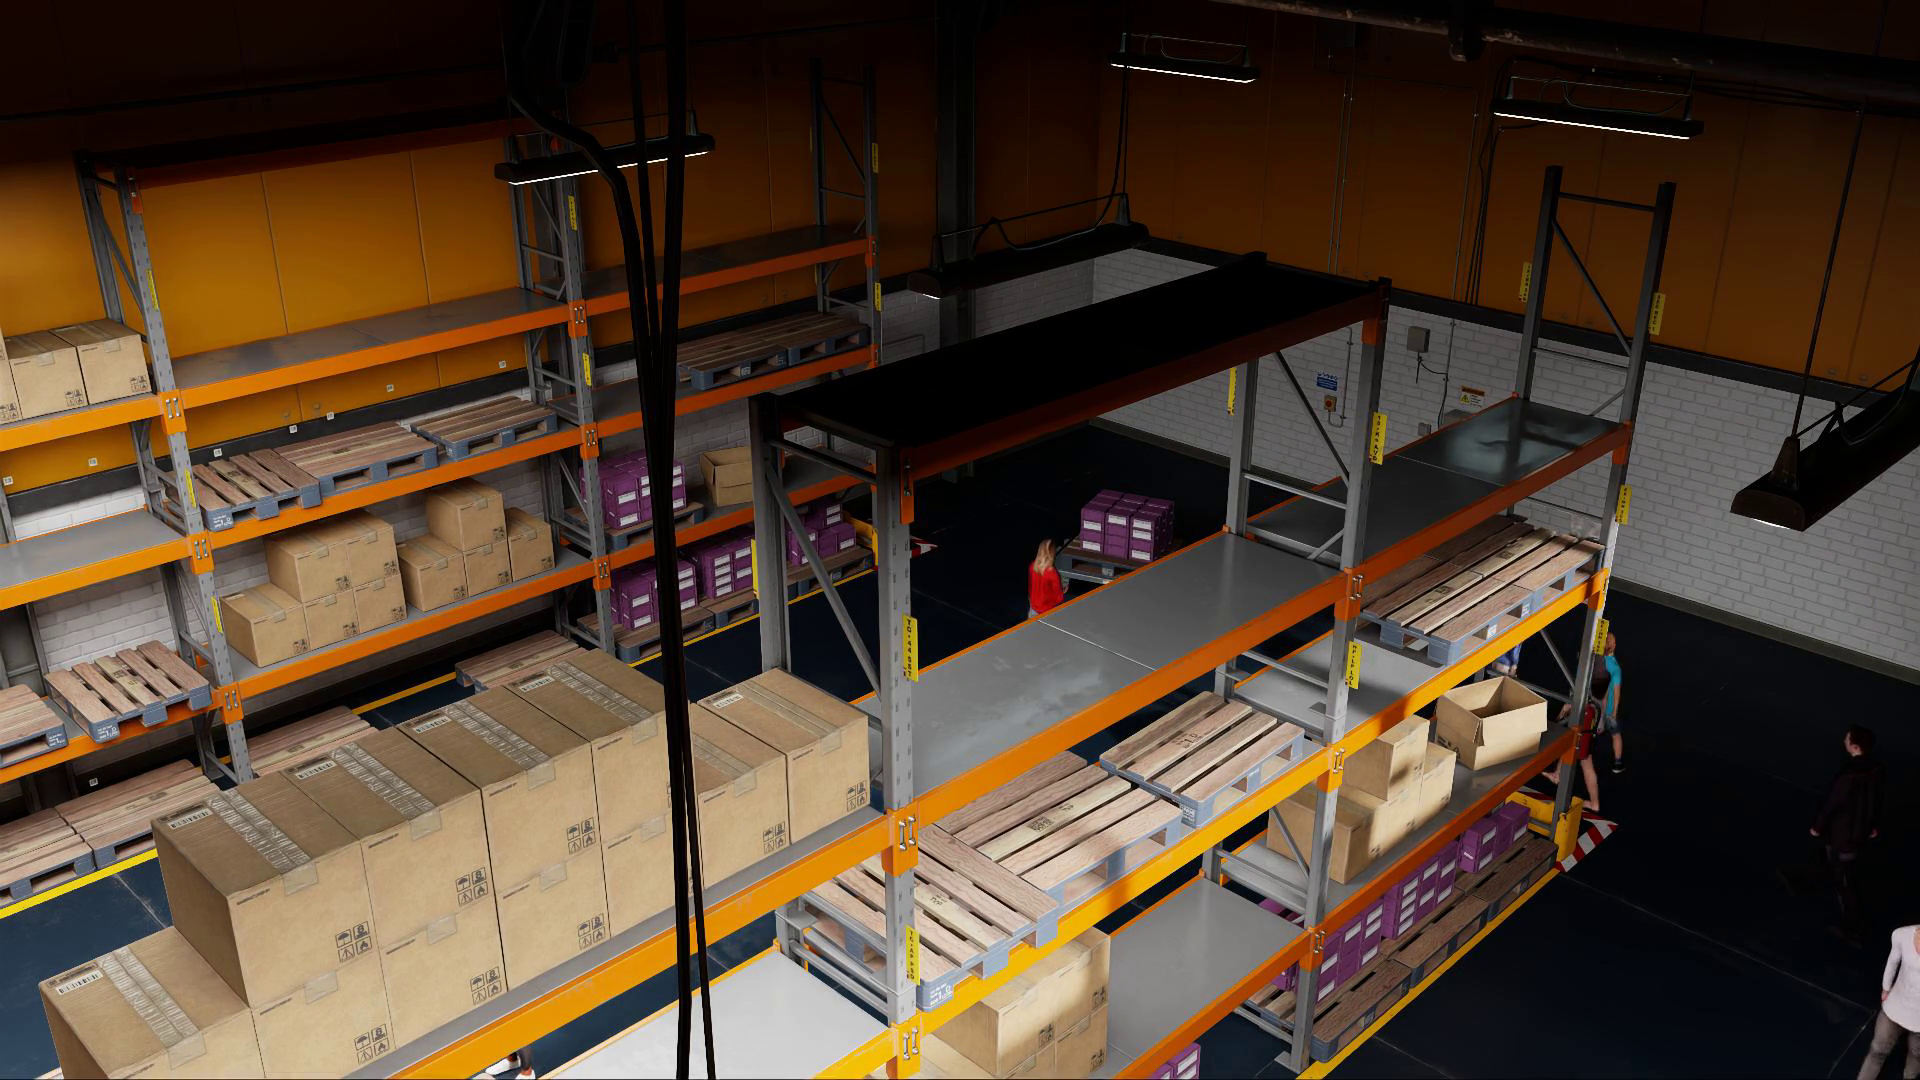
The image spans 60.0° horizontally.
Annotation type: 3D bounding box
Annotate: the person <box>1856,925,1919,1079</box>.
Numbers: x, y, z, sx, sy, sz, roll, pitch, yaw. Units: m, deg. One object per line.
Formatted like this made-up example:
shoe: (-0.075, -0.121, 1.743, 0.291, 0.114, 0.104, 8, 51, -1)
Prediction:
person: (6.739, 3.258, 11.680, 0.667, 1.794, 1.006, 21, 31, 39)

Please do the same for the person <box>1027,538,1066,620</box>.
person: (0.835, 0.795, 17.440, 0.651, 1.693, 0.666, -16, 28, -33)

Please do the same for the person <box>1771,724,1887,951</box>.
person: (7.250, 2.441, 13.481, 1.214, 1.848, 0.954, -13, 27, -28)

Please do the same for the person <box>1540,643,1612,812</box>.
person: (5.814, 1.745, 15.296, 0.916, 1.671, 0.732, -18, 29, -35)

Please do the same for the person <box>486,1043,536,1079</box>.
person: (-3.278, 3.221, 11.952, 0.535, 1.643, 0.574, -19, 30, -37)
